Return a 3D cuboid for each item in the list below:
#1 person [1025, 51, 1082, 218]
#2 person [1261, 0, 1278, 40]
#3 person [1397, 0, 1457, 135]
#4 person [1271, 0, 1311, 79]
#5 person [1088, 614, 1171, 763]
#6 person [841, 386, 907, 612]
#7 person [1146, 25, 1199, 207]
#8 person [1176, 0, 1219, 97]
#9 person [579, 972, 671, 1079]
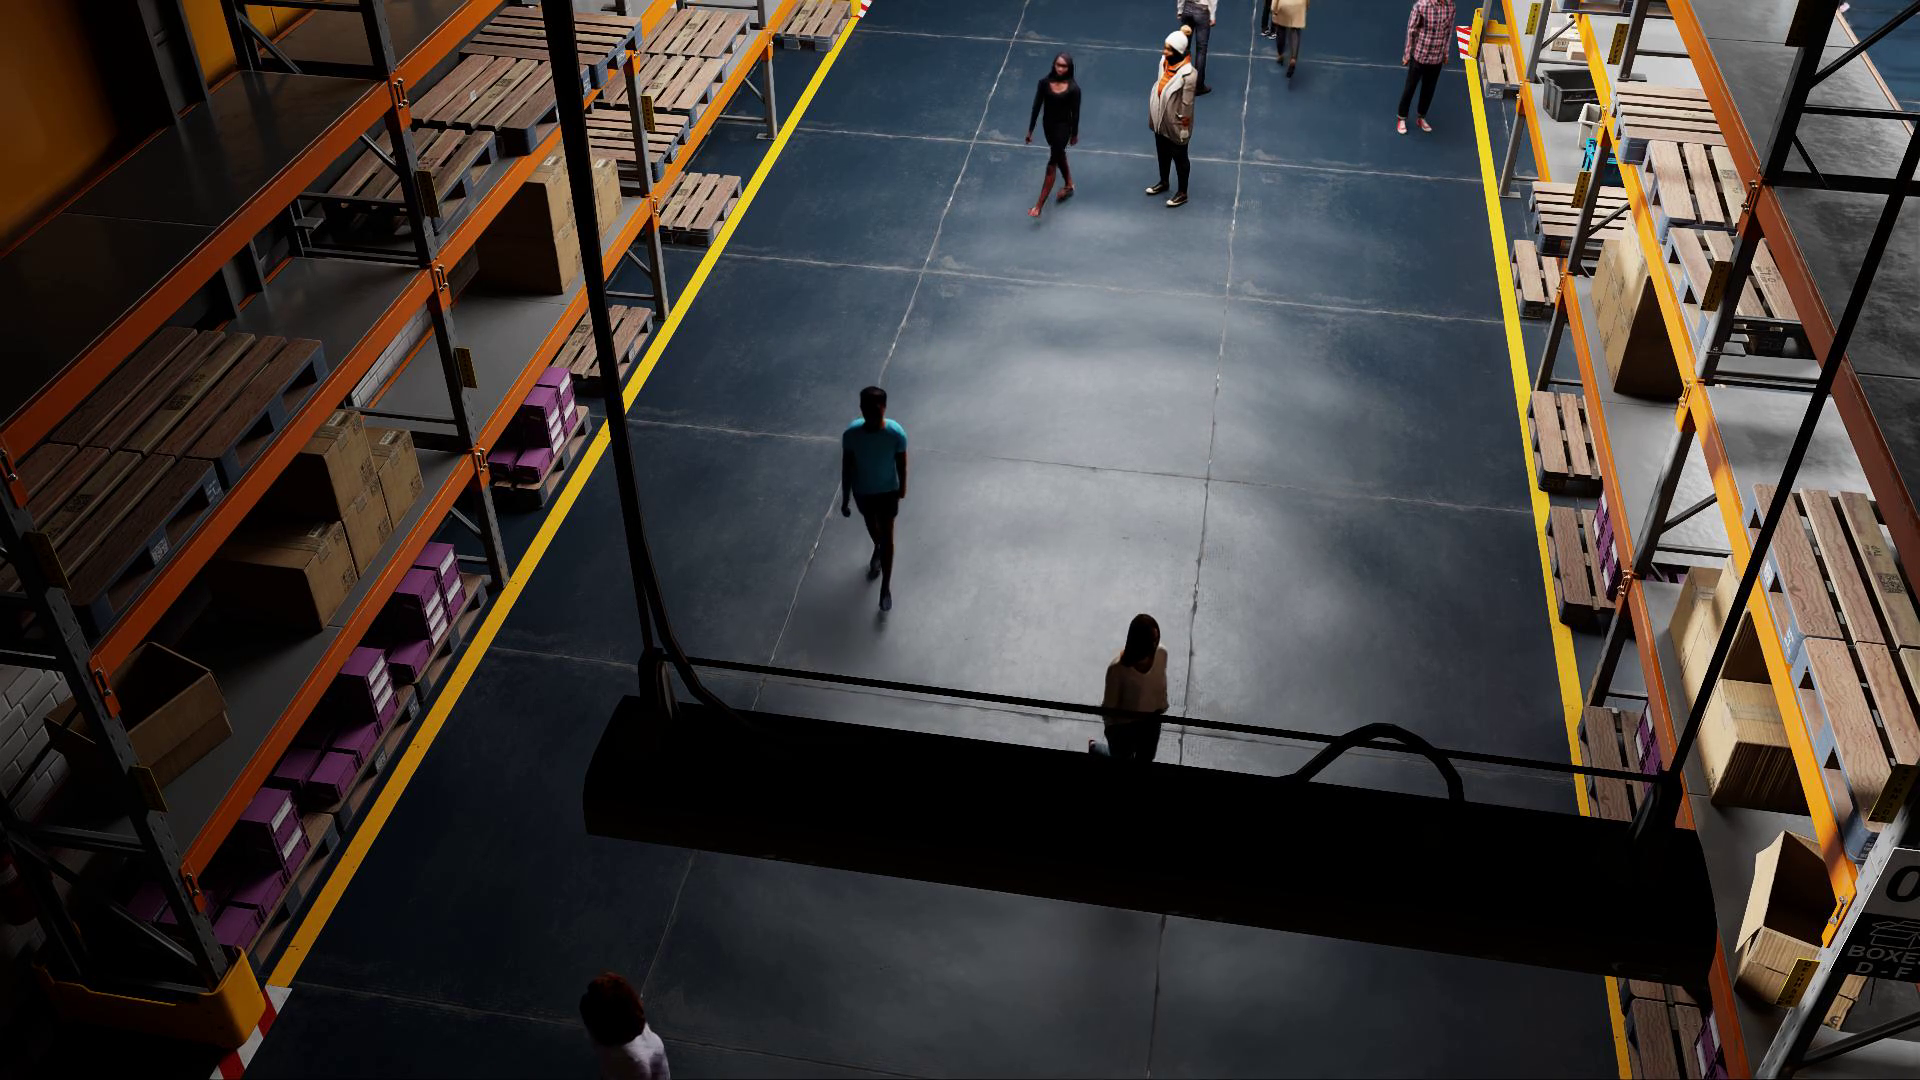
[{"bbox_3d":[1.045,-4.223,17.157,0.983,1.662,1.294,24,44,27],"label":"person"},{"bbox_3d":[3.944,-6.946,20.893,0.667,1.255,0.605,-20,43,-23],"label":"person"},{"bbox_3d":[5.225,-5.440,18.602,0.765,1.761,0.699,-6,39,-7],"label":"person"},{"bbox_3d":[3.961,-6.316,19.788,0.783,1.651,1.078,-1,39,-2],"label":"person"},{"bbox_3d":[1.060,1.073,10.524,0.887,1.664,0.970,-19,42,-22],"label":"person"},{"bbox_3d":[-0.626,-0.435,12.354,0.649,1.738,1.043,5,39,6],"label":"person"},{"bbox_3d":[2.231,-4.410,17.209,0.875,1.890,0.812,-22,44,-25],"label":"person"},{"bbox_3d":[2.750,-6.122,19.370,0.743,1.868,0.724,26,45,29],"label":"person"},{"bbox_3d":[-1.712,2.822,8.308,0.899,1.697,0.840,-28,46,-30],"label":"person"}]
